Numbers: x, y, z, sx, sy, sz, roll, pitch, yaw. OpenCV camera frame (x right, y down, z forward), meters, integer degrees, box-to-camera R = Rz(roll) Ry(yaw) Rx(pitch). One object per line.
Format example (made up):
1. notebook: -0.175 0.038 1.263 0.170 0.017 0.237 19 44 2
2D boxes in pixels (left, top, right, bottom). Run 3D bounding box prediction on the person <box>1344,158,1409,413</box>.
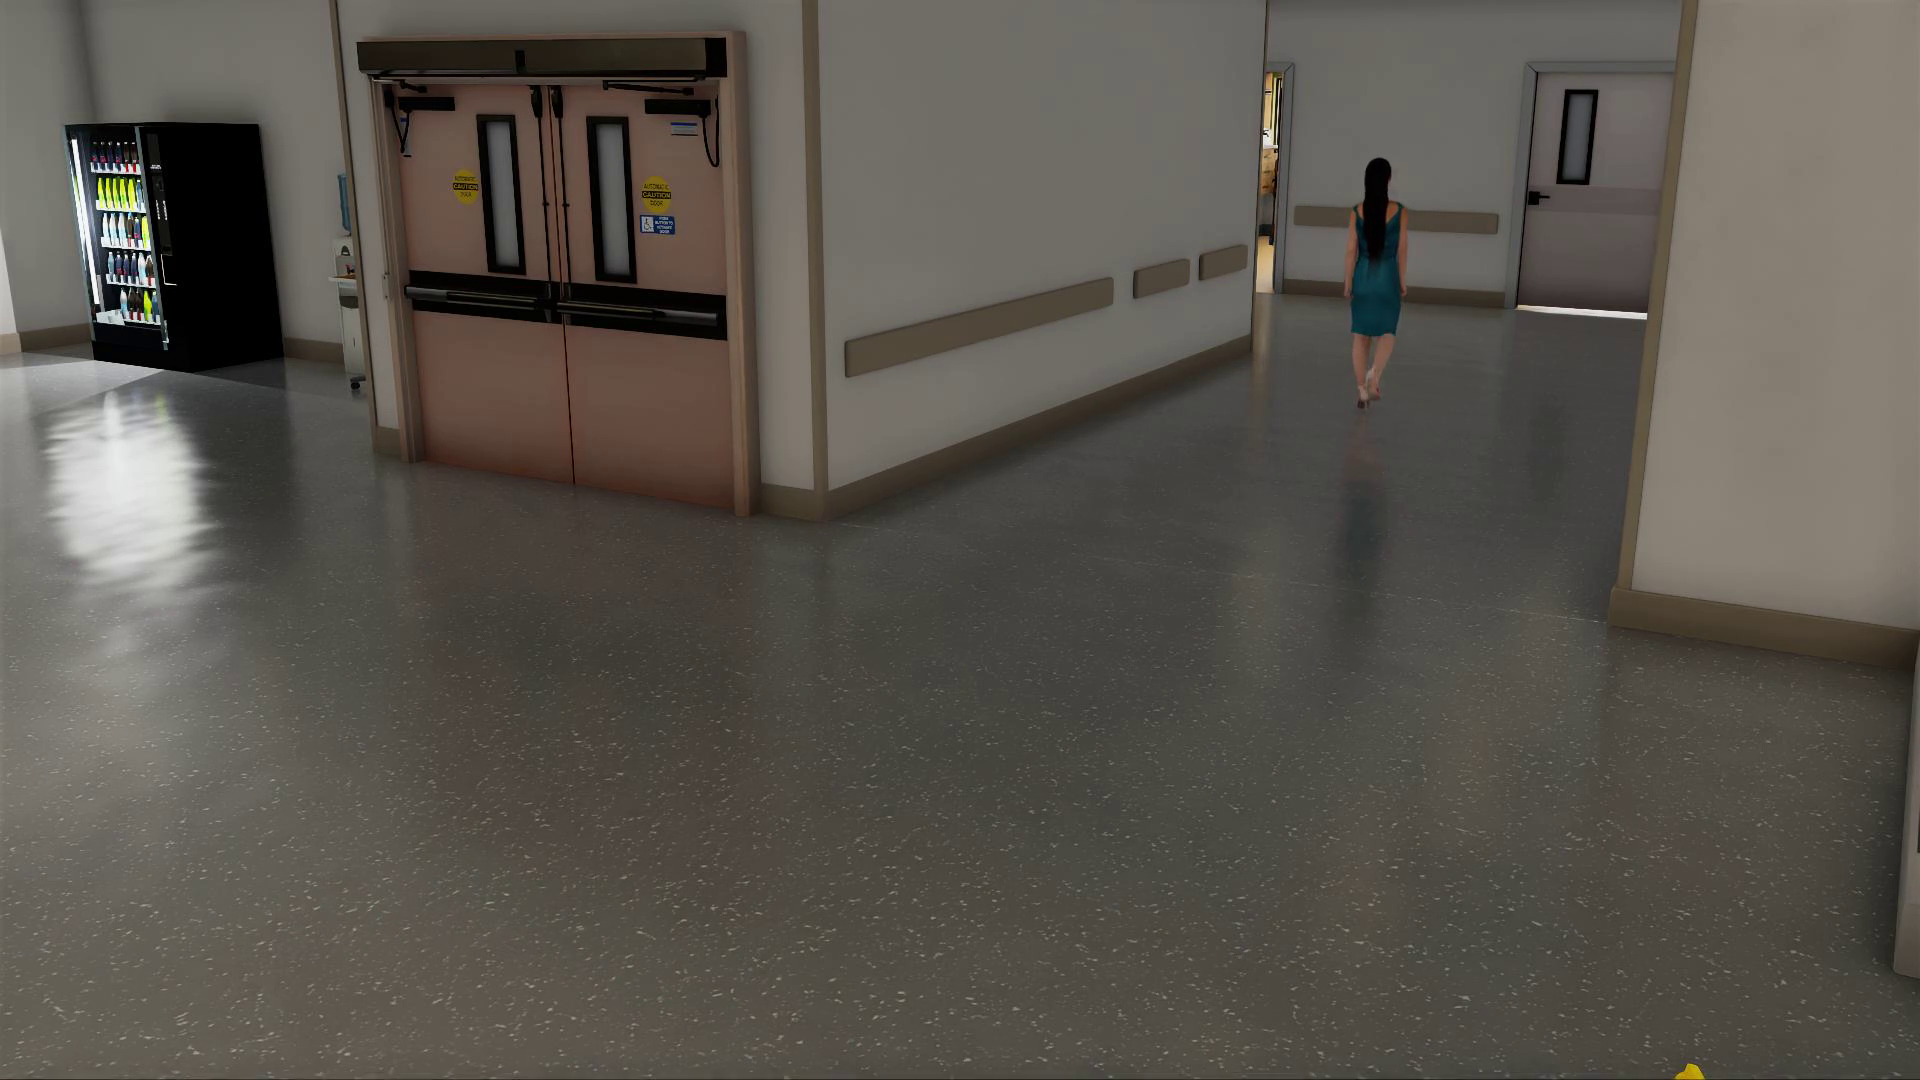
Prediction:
1. person: 2.734 -1.650 10.966 0.673 1.674 0.703 5 16 17
